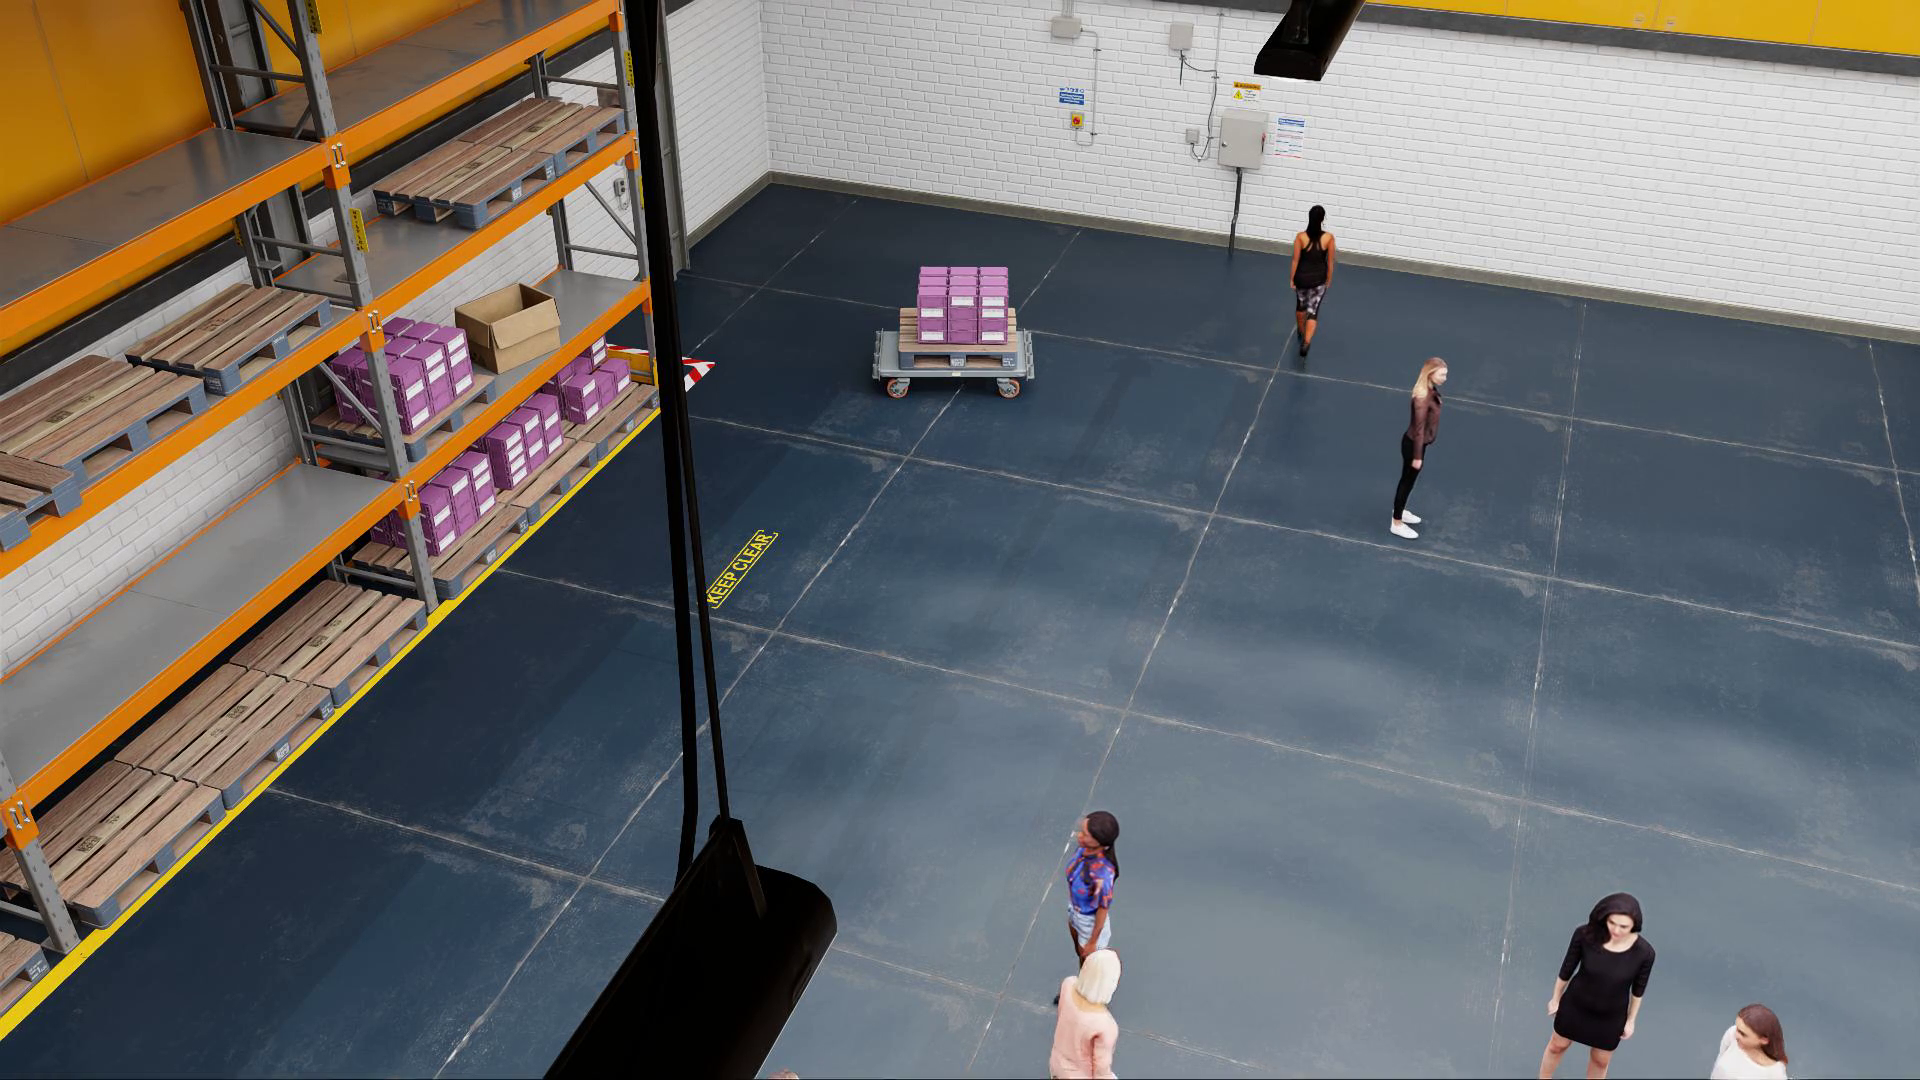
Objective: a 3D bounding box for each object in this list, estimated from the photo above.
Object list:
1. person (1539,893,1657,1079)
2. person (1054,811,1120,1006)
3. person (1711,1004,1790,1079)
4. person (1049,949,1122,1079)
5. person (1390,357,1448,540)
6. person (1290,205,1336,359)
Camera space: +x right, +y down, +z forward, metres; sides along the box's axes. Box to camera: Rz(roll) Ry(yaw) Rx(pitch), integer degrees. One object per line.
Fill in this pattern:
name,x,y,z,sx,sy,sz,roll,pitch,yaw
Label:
person,3.533,2.635,9.271,0.626,1.803,0.522,15,37,22
person,0.778,2.268,9.878,0.727,1.741,0.621,-6,34,-9
person,4.174,3.043,8.797,1.089,1.648,1.033,-16,37,-22
person,0.584,2.892,8.979,0.989,1.698,0.877,-24,41,-32
person,3.996,-0.837,14.583,0.668,1.704,0.450,13,36,19
person,3.690,-2.707,17.463,0.663,1.631,1.090,8,34,11
